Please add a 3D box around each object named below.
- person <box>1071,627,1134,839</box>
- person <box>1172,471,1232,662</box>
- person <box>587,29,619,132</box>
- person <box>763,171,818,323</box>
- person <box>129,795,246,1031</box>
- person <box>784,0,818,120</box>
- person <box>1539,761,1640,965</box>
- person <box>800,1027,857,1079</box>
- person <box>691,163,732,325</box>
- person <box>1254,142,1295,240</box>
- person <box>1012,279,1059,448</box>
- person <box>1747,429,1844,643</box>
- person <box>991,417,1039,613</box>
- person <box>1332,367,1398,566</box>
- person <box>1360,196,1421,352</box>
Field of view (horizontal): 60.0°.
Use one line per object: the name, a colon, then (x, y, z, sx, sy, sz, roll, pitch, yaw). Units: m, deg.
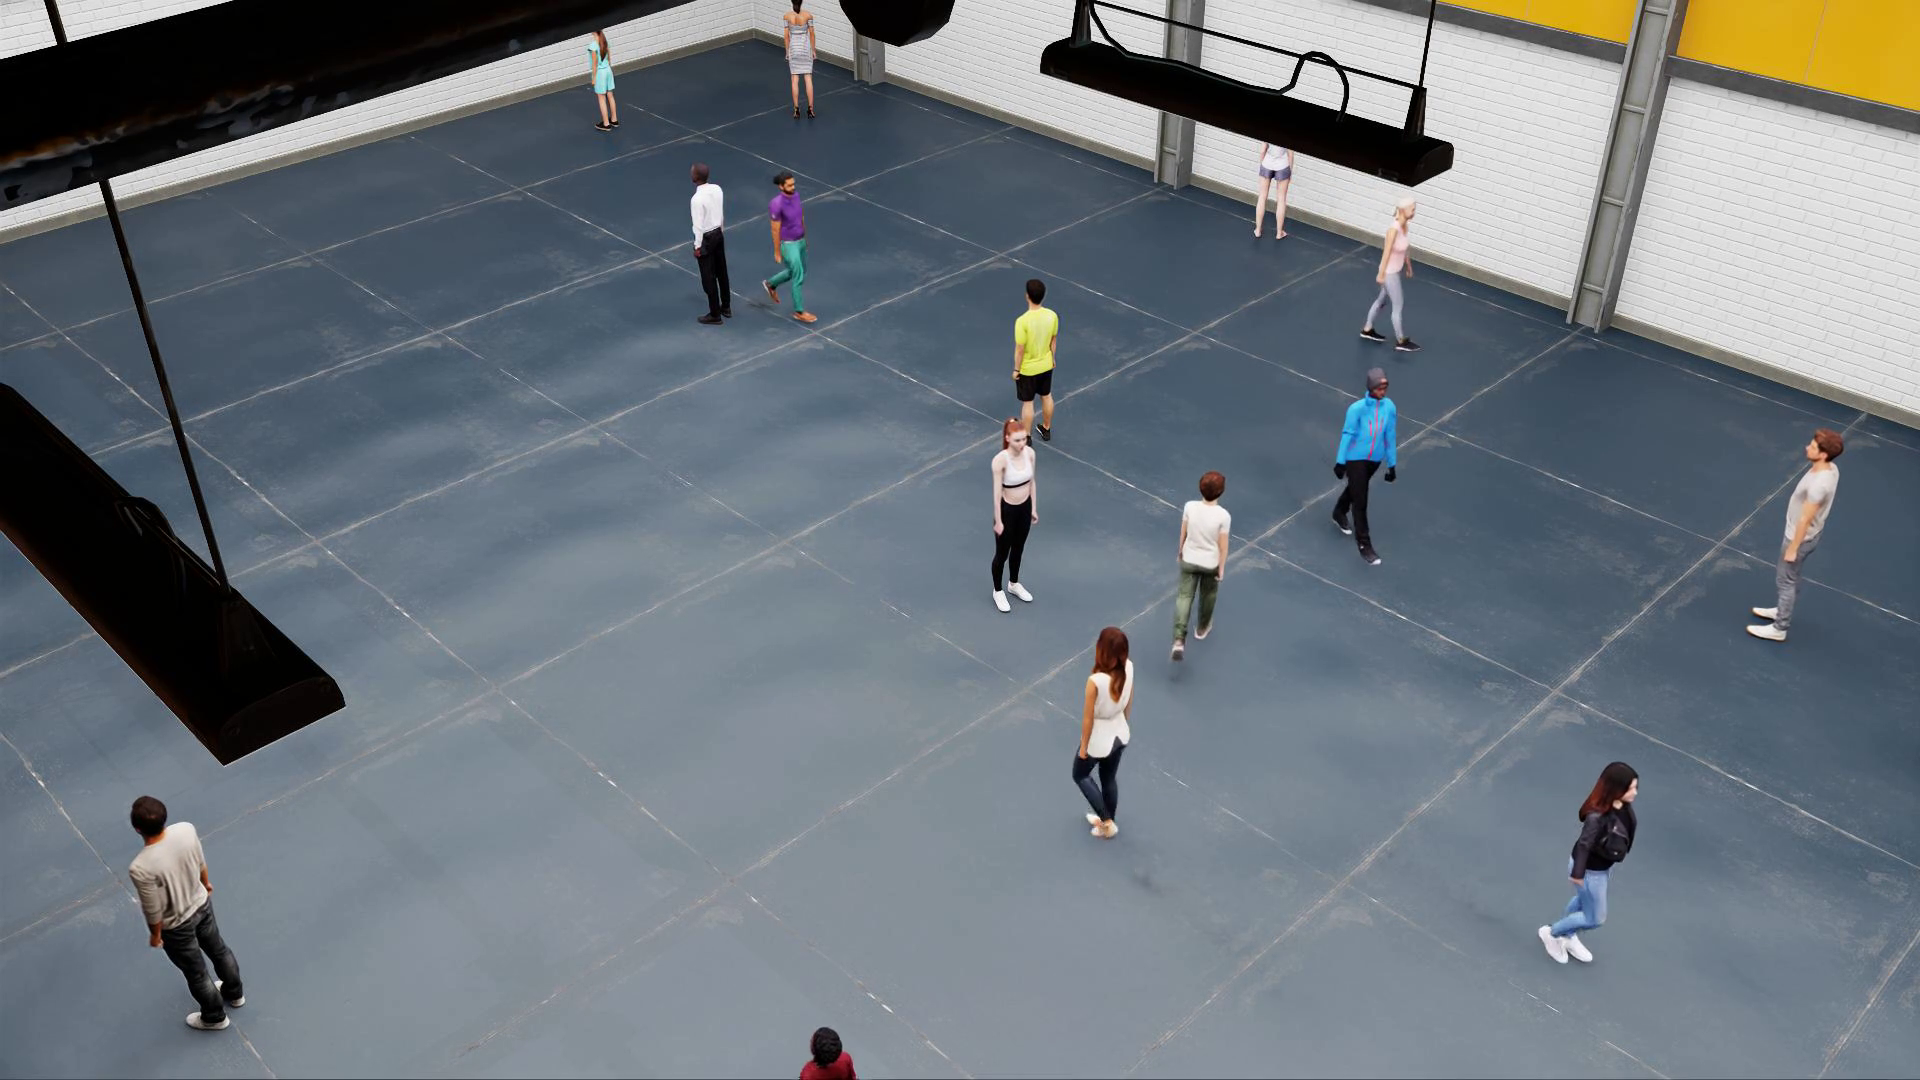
person: (1.049, 1.398, 11.358, 0.650, 1.776, 0.651, -23, 40, -31)
person: (1.888, 0.227, 13.251, 1.062, 1.631, 0.924, 11, 35, 17)
person: (-5.087, -6.615, 23.611, 0.597, 1.558, 0.596, 19, 38, 26)
person: (-1.945, -3.269, 18.408, 1.070, 1.743, 0.836, 16, 37, 23)
person: (-4.685, 2.244, 10.052, 0.708, 1.812, 0.726, 11, 35, 16)
person: (-2.295, -6.968, 23.902, 0.682, 1.822, 0.735, -1, 34, -2)
person: (3.957, 2.019, 10.564, 0.621, 1.622, 0.654, 25, 41, 33)
person: (-0.690, 3.180, 9.167, 0.520, 1.233, 0.859, -27, 42, -34)
person: (-2.756, -3.272, 18.330, 0.625, 1.836, 0.689, 18, 38, 25)
person: (3.848, -4.542, 20.303, 0.634, 1.768, 0.729, 11, 35, 16)
person: (0.731, -1.719, 16.109, 0.673, 1.707, 0.628, -17, 37, -23)
person: (6.798, -0.043, 13.421, 0.629, 1.892, 0.698, 18, 38, 25)
person: (0.435, -0.225, 13.833, 0.621, 1.740, 0.573, -21, 39, -29)
person: (3.499, -0.730, 14.595, 0.977, 1.737, 1.235, -11, 35, -15)
person: (4.563, -2.904, 17.897, 0.981, 1.702, 0.678, 20, 39, 28)
